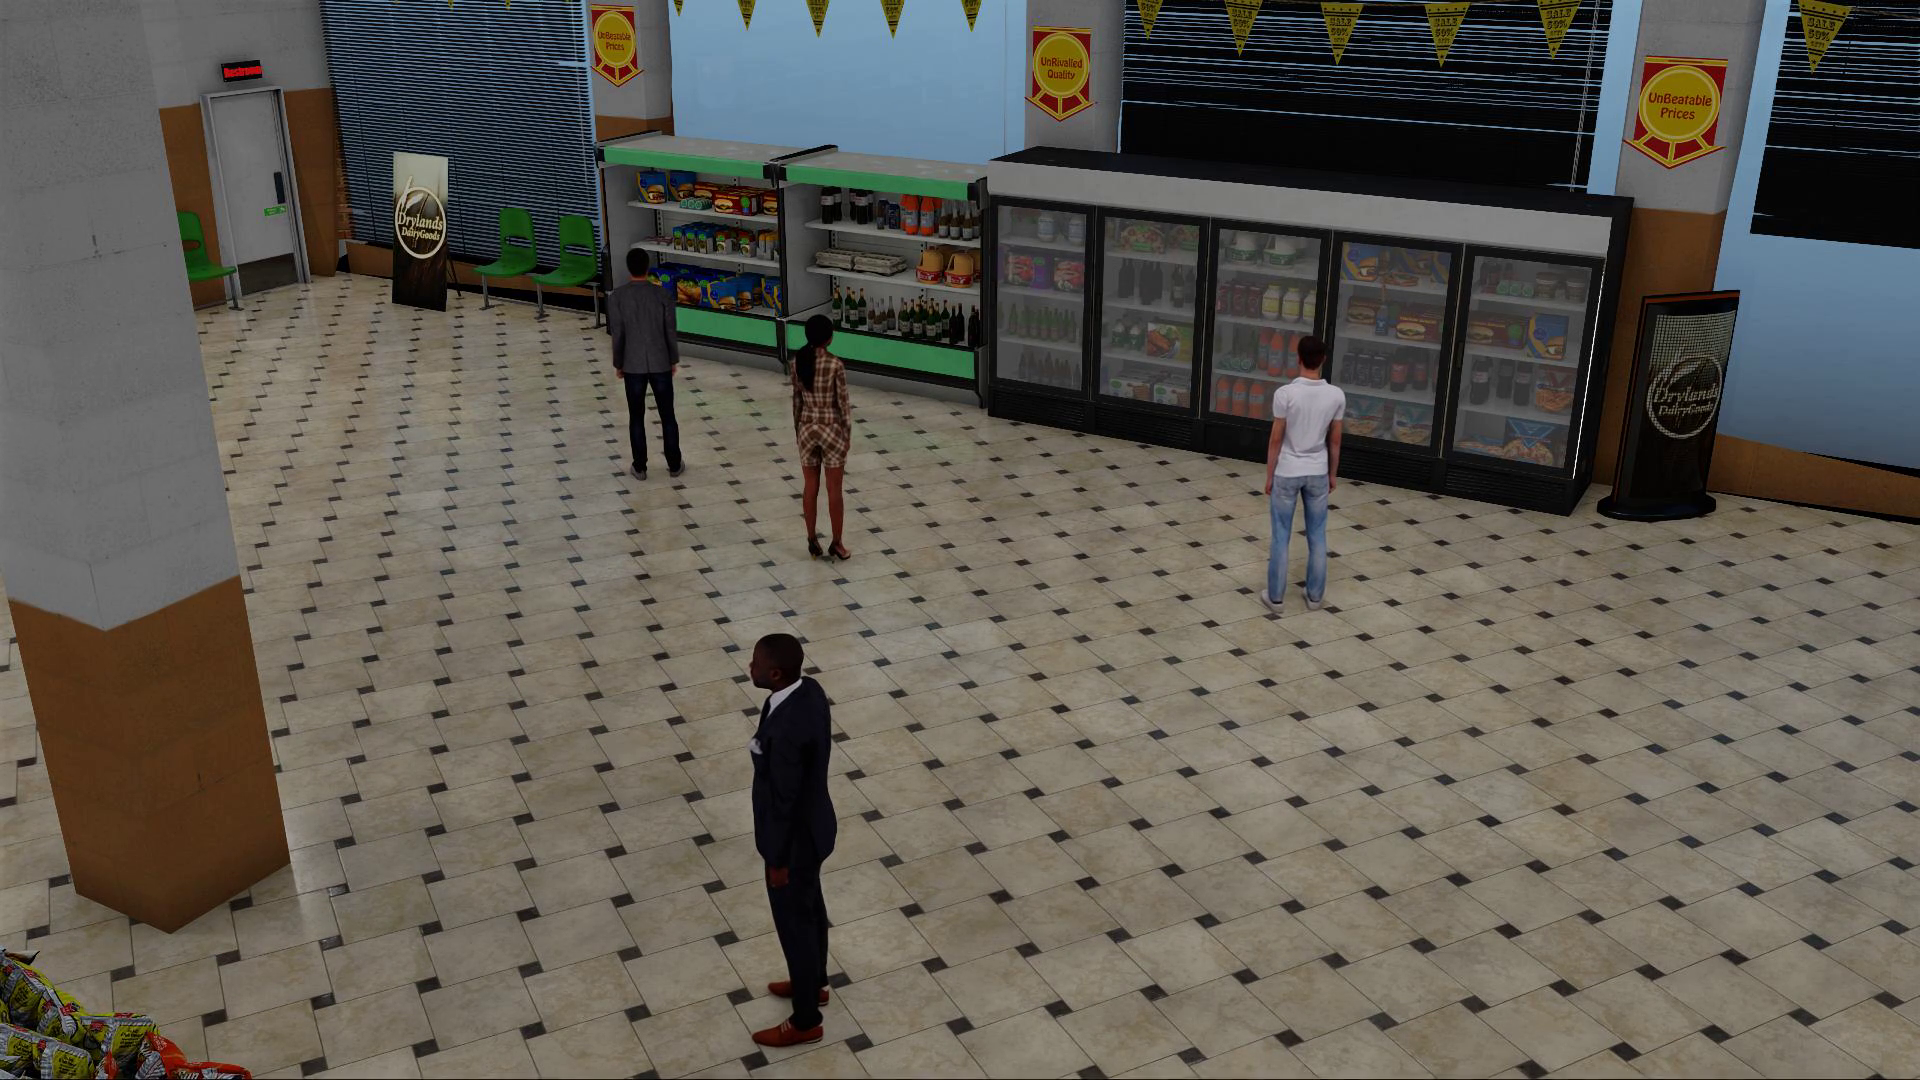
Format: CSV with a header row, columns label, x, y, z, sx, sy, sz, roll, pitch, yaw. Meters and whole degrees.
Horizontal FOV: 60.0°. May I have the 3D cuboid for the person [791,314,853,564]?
label,x,y,z,sx,sy,sz,roll,pitch,yaw
person,-0.968,-0.704,11.657,0.517,1.793,0.668,9,23,20

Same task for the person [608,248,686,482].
label,x,y,z,sx,sy,sz,roll,pitch,yaw
person,-2.499,-1.401,13.284,0.769,1.874,0.843,-4,22,-10

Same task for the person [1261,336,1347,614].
label,x,y,z,sx,sy,sz,roll,pitch,yaw
person,2.234,-0.420,10.875,0.682,1.850,0.765,-4,22,-9

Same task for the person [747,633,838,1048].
label,x,y,z,sx,sy,sz,roll,pitch,yaw
person,-0.680,1.215,6.845,0.755,1.821,0.772,2,22,4
